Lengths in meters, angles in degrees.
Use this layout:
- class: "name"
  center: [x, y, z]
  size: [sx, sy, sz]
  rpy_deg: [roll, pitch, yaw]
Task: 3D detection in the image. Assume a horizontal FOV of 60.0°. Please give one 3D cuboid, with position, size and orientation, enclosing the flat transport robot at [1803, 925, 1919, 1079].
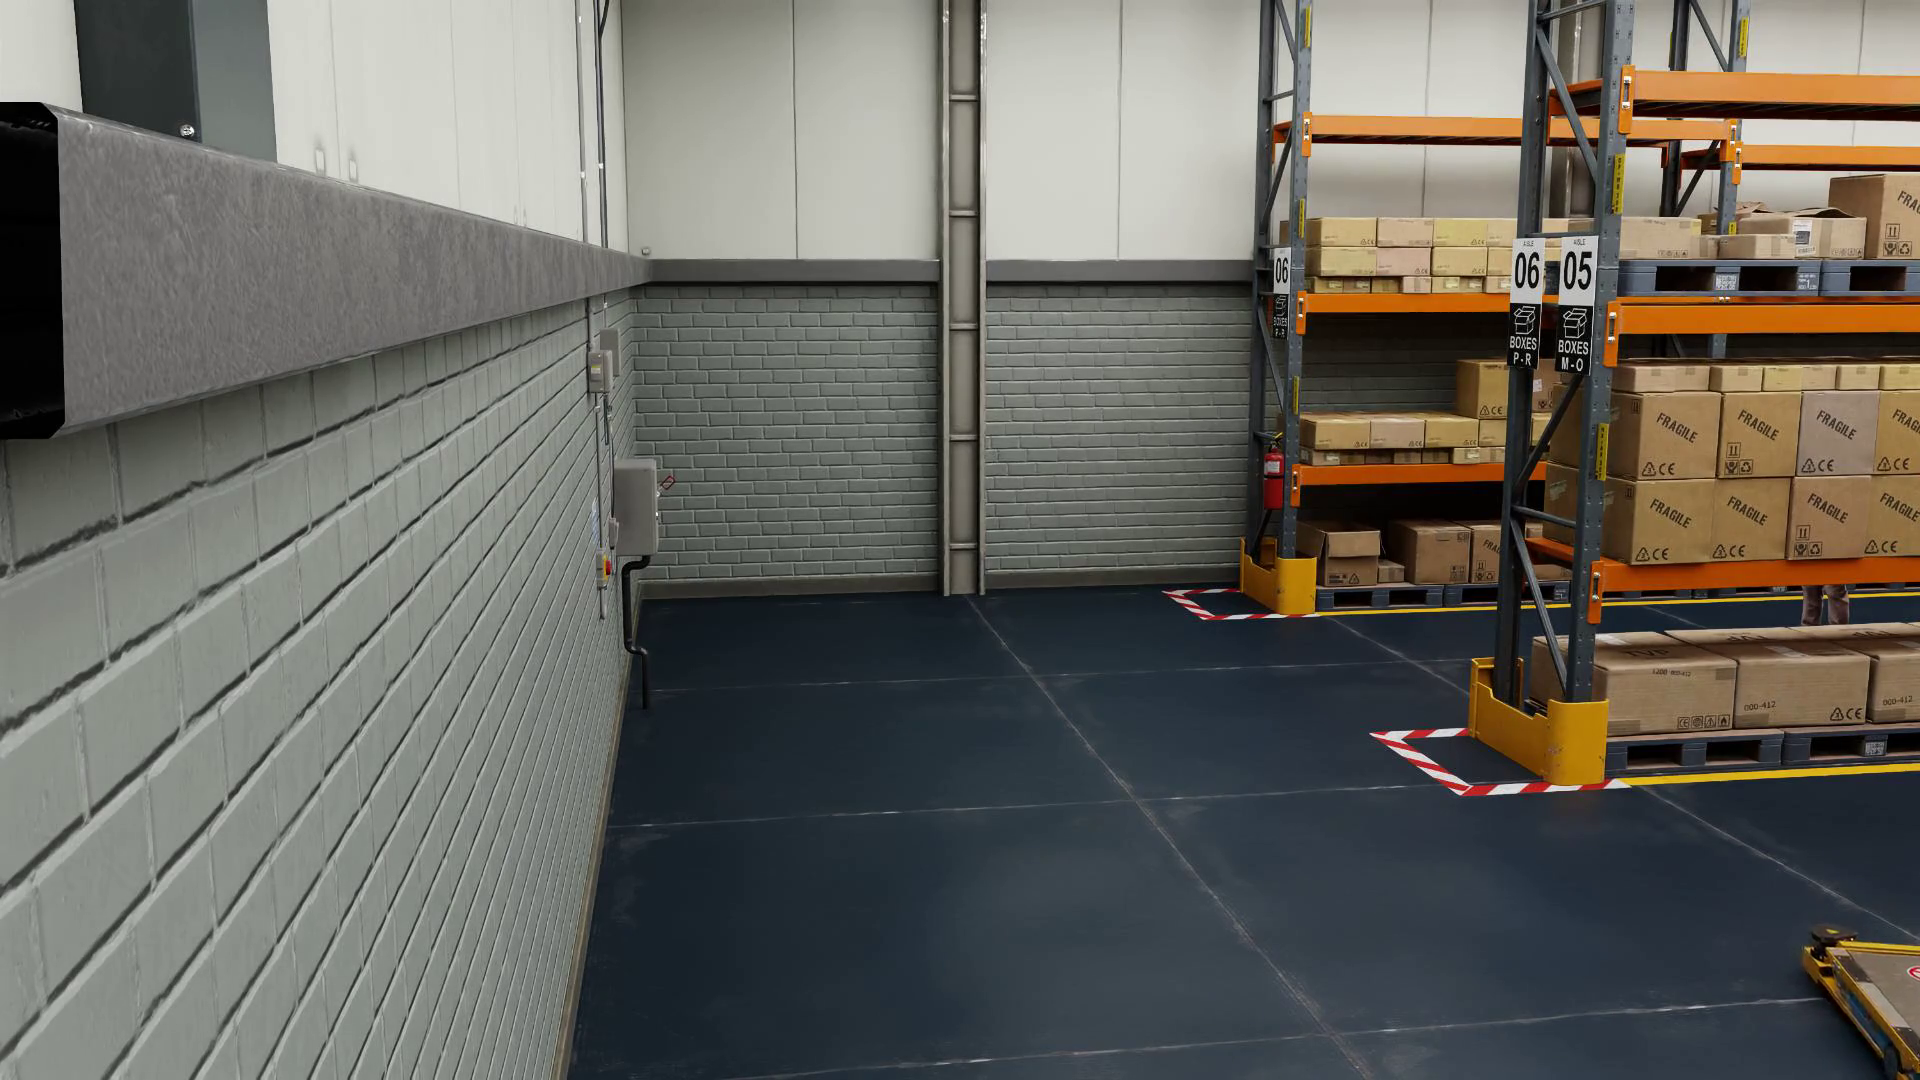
- class: "flat transport robot"
  center: [3.838, 1.864, 6.439]
  size: [0.652, 0.197, 1.431]
  rpy_deg: [2, 9, 10]

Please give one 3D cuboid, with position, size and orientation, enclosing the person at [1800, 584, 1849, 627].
- class: "person"
  center: [6.614, -0.013, 12.712]
  size: [0.375, 1.997, 0.611]
  rpy_deg: [-2, 9, -13]
